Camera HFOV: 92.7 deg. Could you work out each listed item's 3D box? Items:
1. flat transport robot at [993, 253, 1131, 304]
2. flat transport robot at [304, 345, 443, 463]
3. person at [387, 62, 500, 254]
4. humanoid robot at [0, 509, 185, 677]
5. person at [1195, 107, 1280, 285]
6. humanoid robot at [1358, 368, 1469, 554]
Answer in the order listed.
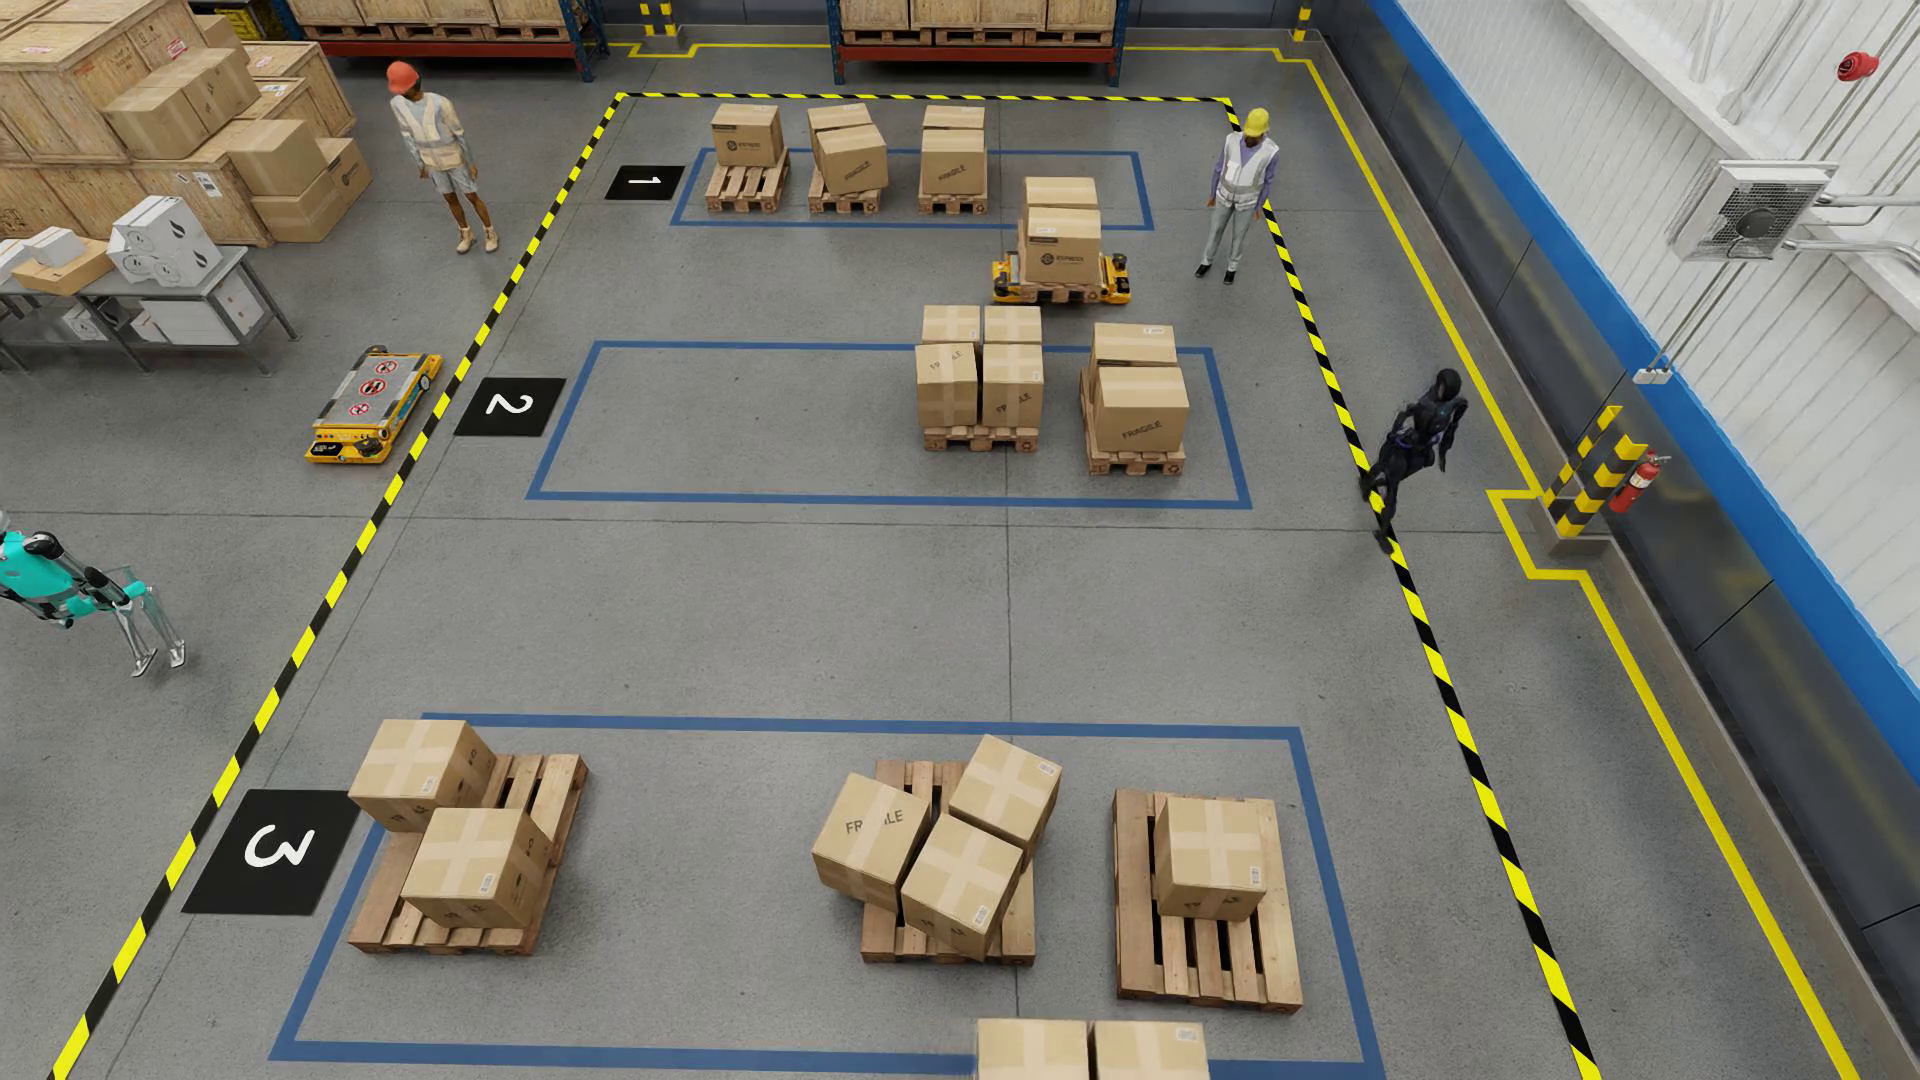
[{"bbox_3d":[1.067,-2.788,9.708,1.431,0.197,0.652,1,50,1],"label":"flat transport robot"},{"bbox_3d":[-5.383,-1.269,8.441,0.659,0.231,1.431,1,50,1],"label":"flat transport robot"},{"bbox_3d":[-5.375,-3.927,9.537,0.611,2.029,0.401,-1,50,-1],"label":"person"},{"bbox_3d":[-5.809,0.262,6.093,0.533,1.681,0.735,-12,51,-10],"label":"humanoid robot"},{"bbox_3d":[2.802,-3.461,9.273,0.586,1.830,0.403,21,53,17],"label":"person"},{"bbox_3d":[3.473,-0.693,7.074,0.608,1.639,0.786,-7,50,-6],"label":"humanoid robot"}]
